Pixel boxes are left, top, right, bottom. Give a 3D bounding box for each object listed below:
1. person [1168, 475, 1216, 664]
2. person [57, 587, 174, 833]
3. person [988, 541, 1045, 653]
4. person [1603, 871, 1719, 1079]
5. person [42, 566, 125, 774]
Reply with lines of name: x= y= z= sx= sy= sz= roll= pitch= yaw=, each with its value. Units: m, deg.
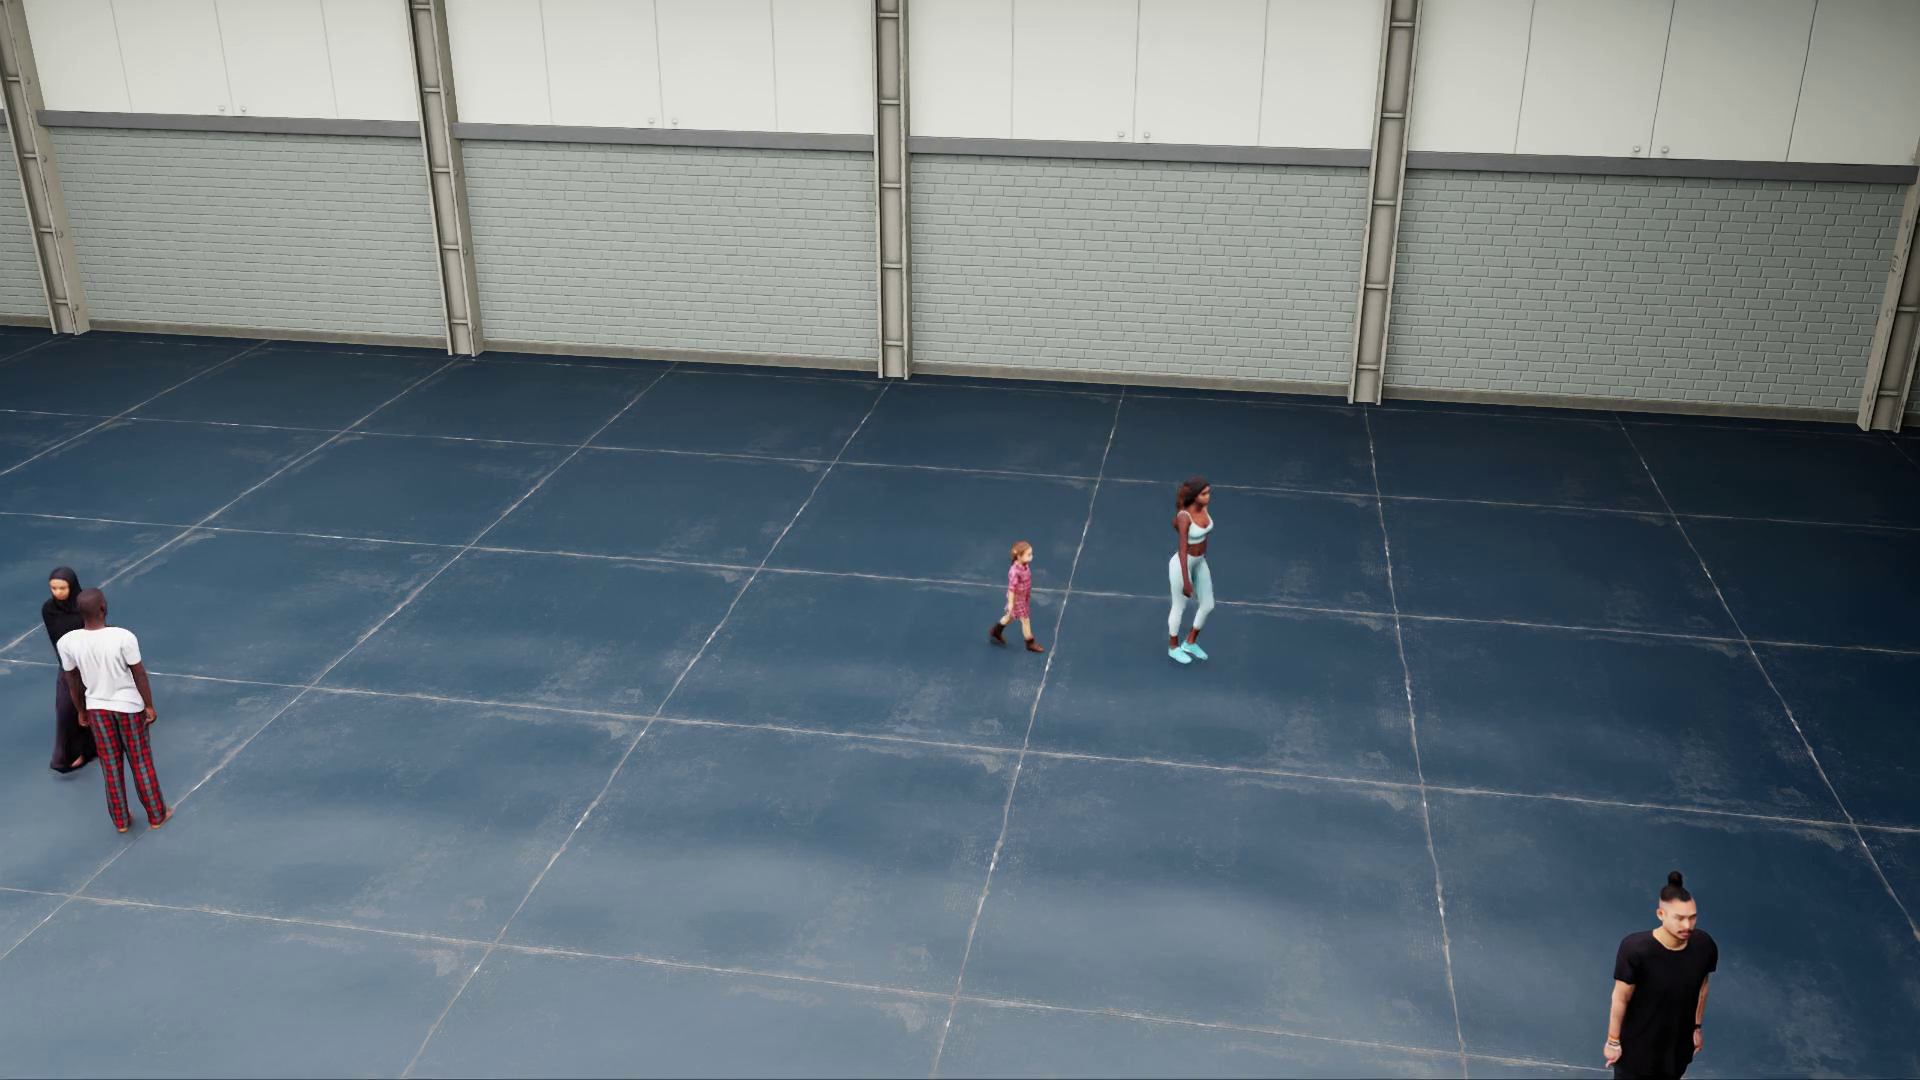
person: x=1.855 y=0.234 z=13.970 sx=0.769 sy=1.713 sz=0.723 roll=20 pitch=30 yaw=39
person: x=-5.889 y=1.185 z=11.579 sx=0.601 sy=1.833 sz=0.786 roll=-5 pitch=23 yaw=-11
person: x=0.462 y=0.467 z=14.317 sx=0.778 sy=1.011 sz=0.525 roll=9 pitch=25 yaw=20
person: x=3.527 y=2.498 z=8.451 sx=0.650 sy=1.865 sz=0.818 roll=-4 pitch=23 yaw=-9
person: x=-6.564 y=0.897 z=12.547 sx=0.909 sy=1.606 sz=0.762 roll=0 pitch=23 yaw=0
